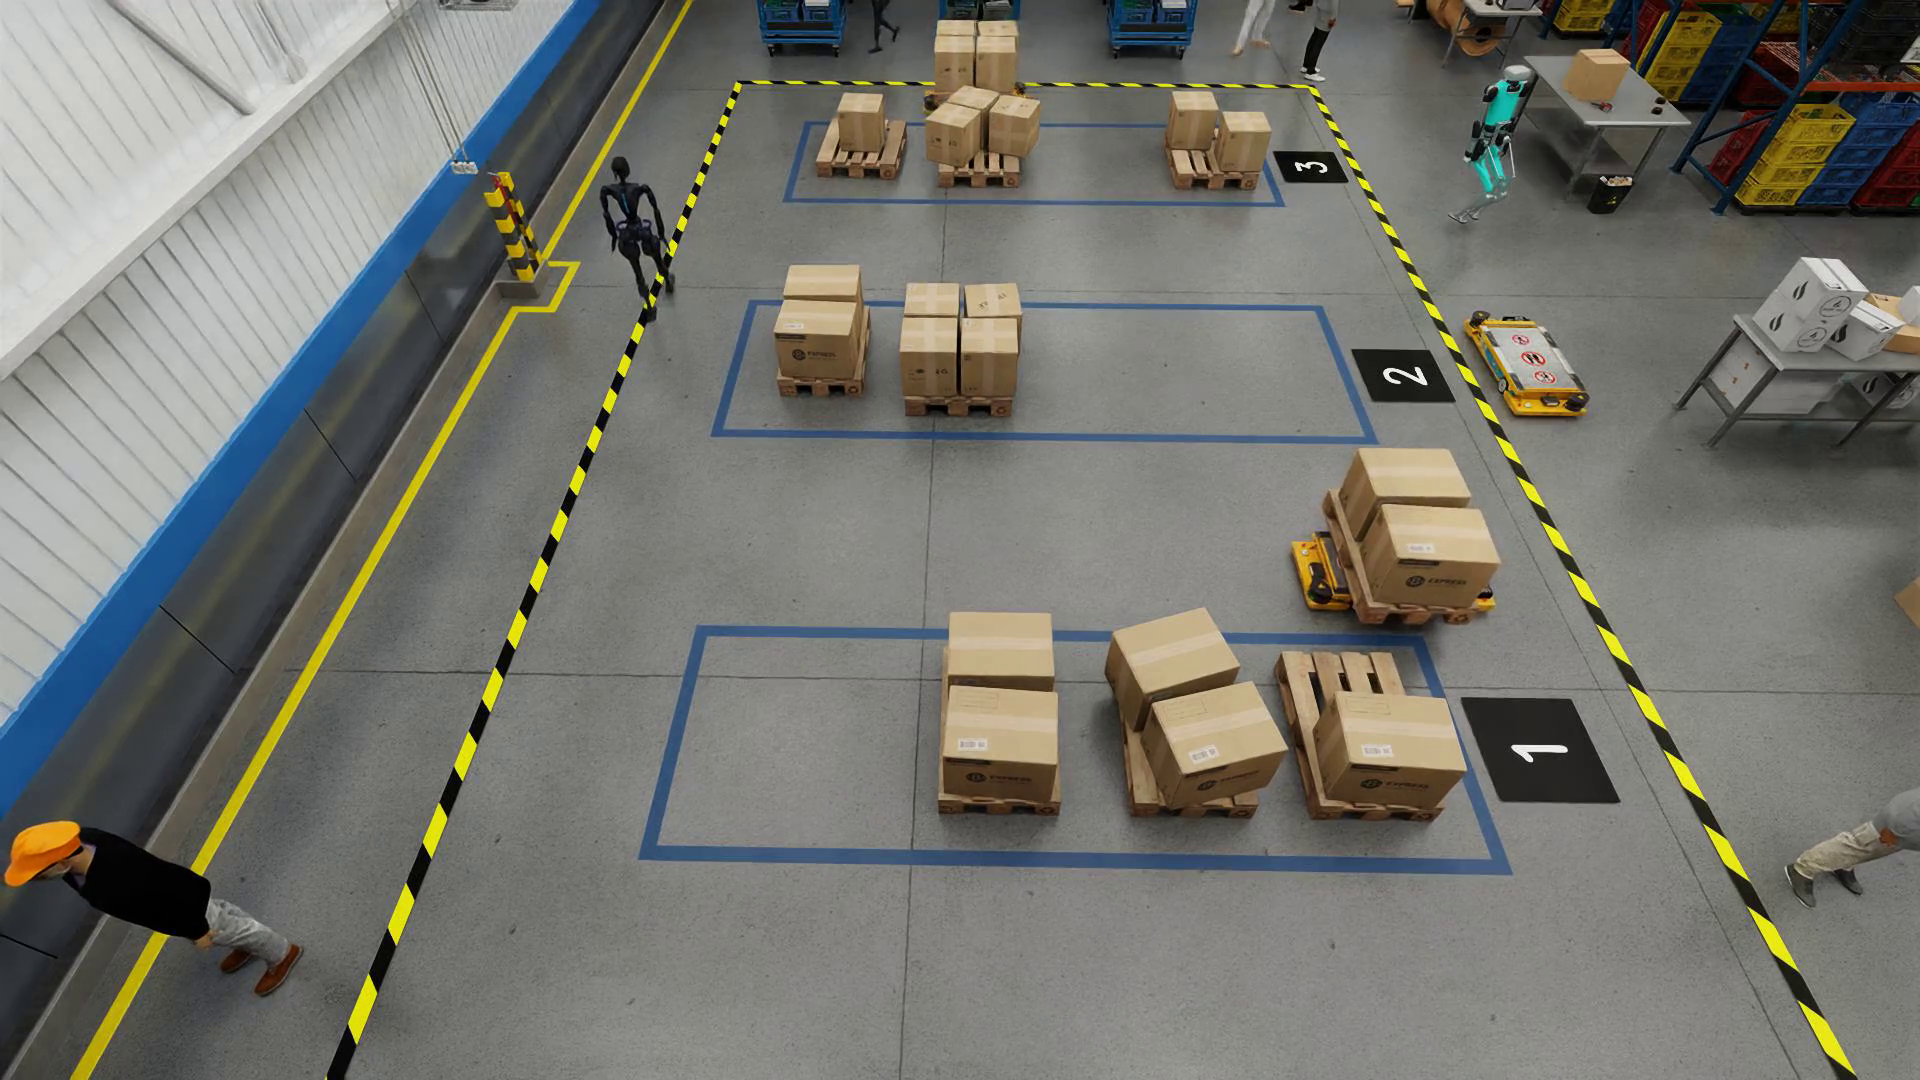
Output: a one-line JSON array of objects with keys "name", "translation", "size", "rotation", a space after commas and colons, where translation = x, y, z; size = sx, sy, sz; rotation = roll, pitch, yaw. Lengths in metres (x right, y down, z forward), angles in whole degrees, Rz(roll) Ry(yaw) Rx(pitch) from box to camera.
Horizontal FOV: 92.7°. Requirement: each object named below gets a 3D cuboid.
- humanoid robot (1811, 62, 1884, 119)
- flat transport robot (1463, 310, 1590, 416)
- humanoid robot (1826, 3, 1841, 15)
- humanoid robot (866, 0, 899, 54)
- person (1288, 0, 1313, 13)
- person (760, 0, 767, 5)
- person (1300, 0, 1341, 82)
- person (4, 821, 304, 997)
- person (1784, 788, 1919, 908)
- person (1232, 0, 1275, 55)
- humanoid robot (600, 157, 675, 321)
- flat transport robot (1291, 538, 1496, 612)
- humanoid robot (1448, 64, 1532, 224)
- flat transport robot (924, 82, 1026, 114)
[{"name": "humanoid robot", "translation": [11.169, -5.727, 11.565], "size": [0.397, 1.644, 0.613], "rotation": [-28, 55, -22]}, {"name": "flat transport robot", "translation": [5.573, -1.757, 9.054], "size": [0.659, 0.231, 1.431], "rotation": [1, 49, 1]}, {"name": "humanoid robot", "translation": [13.927, -8.729, 14.121], "size": [1.033, 1.732, 0.546], "rotation": [-28, 55, -22]}, {"name": "humanoid robot", "translation": [-1.181, -8.278, 13.782], "size": [0.640, 1.638, 0.608], "rotation": [-27, 54, -21]}, {"name": "person", "translation": [5.723, -9.574, 14.698], "size": [0.362, 1.963, 0.612], "rotation": [36, 58, 27]}, {"name": "person", "translation": [-3.283, -9.853, 14.968], "size": [0.371, 1.932, 0.620], "rotation": [-1, 49, -1]}, {"name": "person", "translation": [5.253, -7.540, 13.012], "size": [0.370, 1.852, 0.588], "rotation": [3, 49, 2]}, {"name": "person", "translation": [-4.143, 1.930, 4.795], "size": [0.585, 1.884, 0.387], "rotation": [23, 53, 19]}, {"name": "person", "translation": [5.458, 1.574, 5.177], "size": [0.573, 1.768, 0.399], "rotation": [-9, 50, -8]}, {"name": "person", "translation": [4.494, -8.243, 13.655], "size": [0.851, 1.810, 0.430], "rotation": [-33, 57, -25]}, {"name": "humanoid robot", "translation": [-3.283, -3.115, 9.315], "size": [0.589, 1.634, 0.718], "rotation": [-7, 50, -6]}, {"name": "flat transport robot", "translation": [3.444, 0.244, 7.304], "size": [1.431, 0.197, 0.652], "rotation": [1, 49, 1]}, {"name": "humanoid robot", "translation": [5.997, -4.313, 10.207], "size": [0.533, 1.675, 0.735], "rotation": [-12, 50, -10]}, {"name": "flat transport robot", "translation": [0.216, -6.226, 12.904], "size": [1.431, 0.197, 0.652], "rotation": [1, 49, 1]}]
